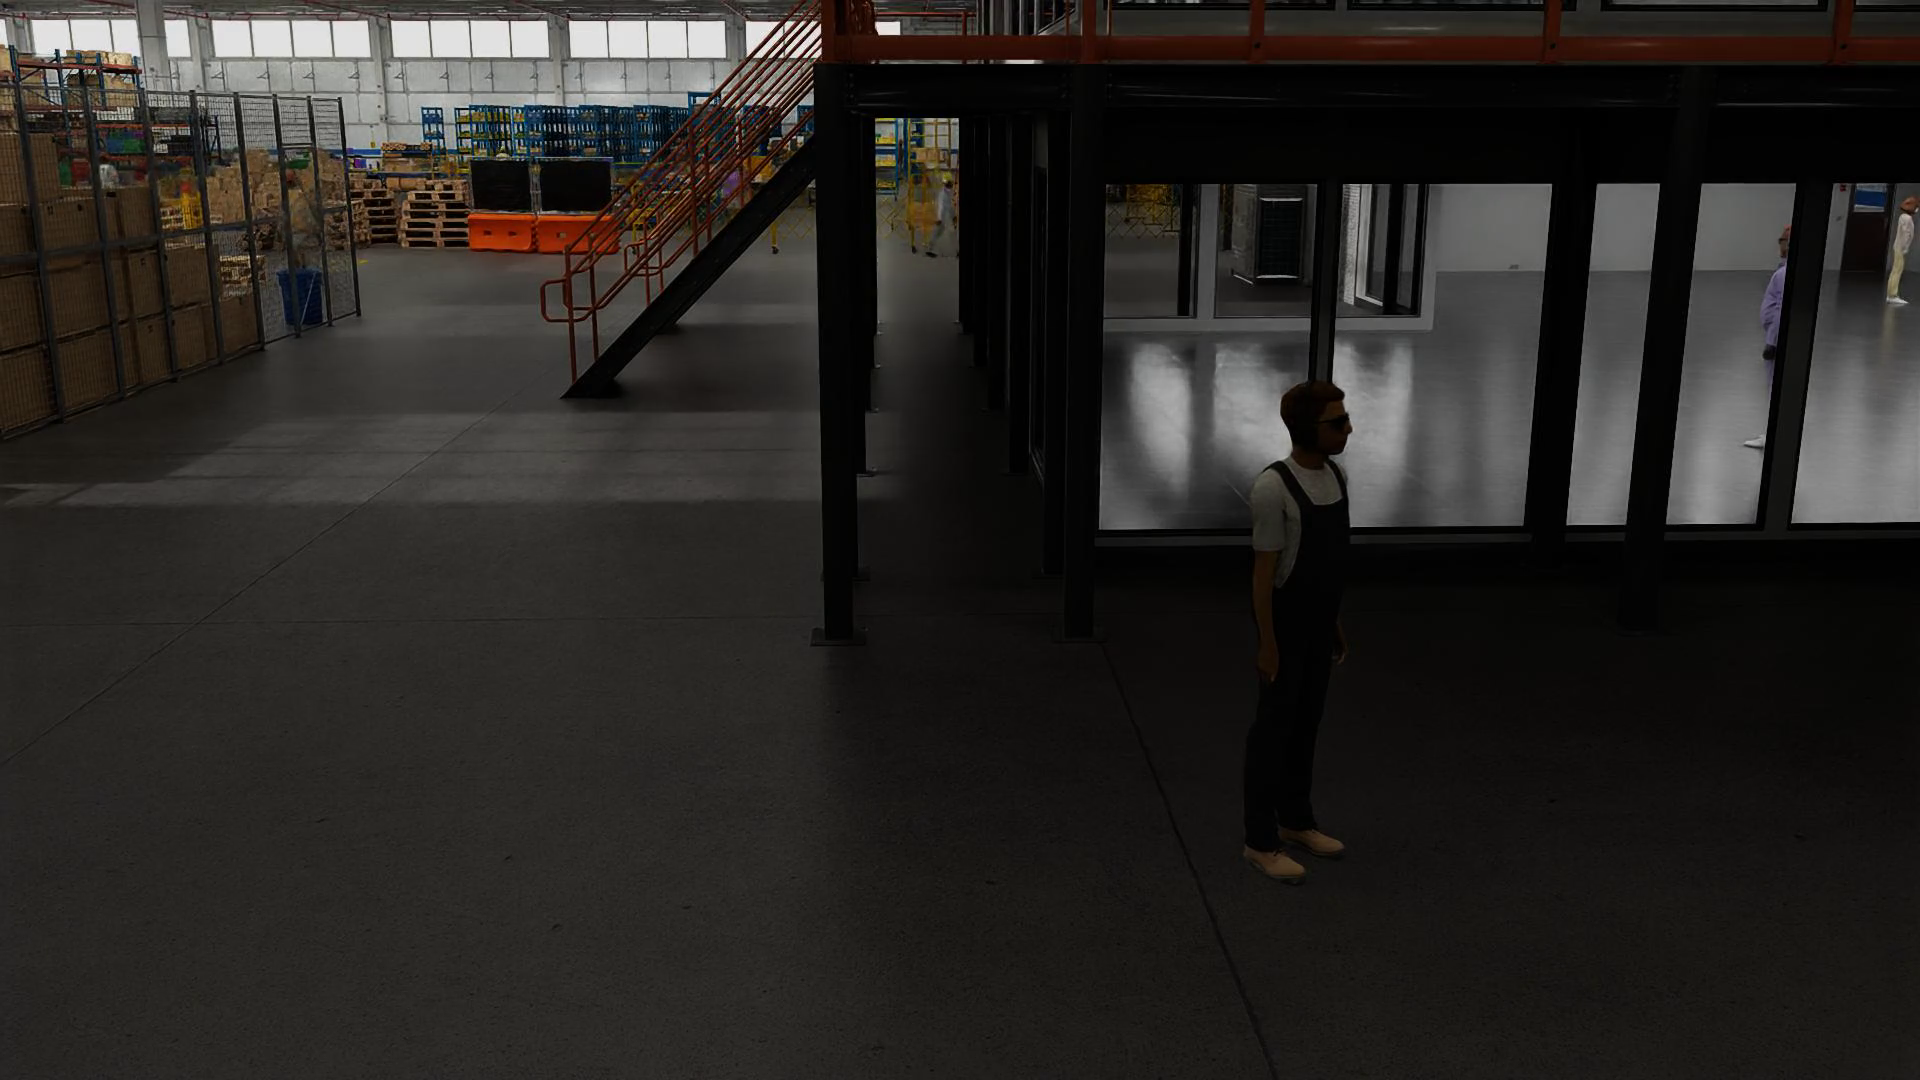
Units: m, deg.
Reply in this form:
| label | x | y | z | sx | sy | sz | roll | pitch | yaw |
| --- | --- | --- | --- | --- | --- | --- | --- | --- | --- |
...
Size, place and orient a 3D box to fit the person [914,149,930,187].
| label | x | y | z | sx | sy | sz | roll | pitch | yaw |
| --- | --- | --- | --- | --- | --- | --- | --- | --- | --- |
| person | -1.720 | -16.209 | 72.514 | 0.942 | 1.688 | 0.533 | -1 | 14 | -3 |

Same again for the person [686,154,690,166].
| label | x | y | z | sx | sy | sz | roll | pitch | yaw |
| --- | --- | --- | --- | --- | --- | --- | --- | --- | --- |
| person | -10.455 | -14.019 | 63.964 | 0.715 | 1.614 | 0.500 | -3 | 14 | -11 |

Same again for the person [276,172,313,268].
| label | x | y | z | sx | sy | sz | roll | pitch | yaw |
| --- | --- | --- | --- | --- | --- | --- | --- | --- | --- |
| person | -11.719 | -5.493 | 29.238 | 0.572 | 1.918 | 0.539 | -11 | 18 | -38 |

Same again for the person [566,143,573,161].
| label | x | y | z | sx | sy | sz | roll | pitch | yaw |
| --- | --- | --- | --- | --- | --- | --- | --- | --- | --- |
| person | -21.955 | -21.414 | 93.303 | 0.904 | 1.707 | 0.598 | 0 | 14 | 1 |

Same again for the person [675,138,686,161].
| label | x | y | z | sx | sy | sz | roll | pitch | yaw |
| --- | --- | --- | --- | --- | --- | --- | --- | --- | --- |
| person | -14.232 | -19.394 | 84.578 | 0.605 | 2.035 | 0.407 | 4 | 15 | 16 |

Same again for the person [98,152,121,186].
| label | x | y | z | sx | sy | sz | roll | pitch | yaw |
| --- | --- | --- | --- | --- | --- | --- | --- | --- | --- |
| person | -23.673 | -9.765 | 46.191 | 0.617 | 1.997 | 1.064 | 1 | 14 | 5 |

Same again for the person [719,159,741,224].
| label | x | y | z | sx | sy | sz | roll | pitch | yaw |
| --- | --- | --- | --- | --- | --- | --- | --- | --- | --- |
| person | -5.762 | -8.730 | 42.268 | 0.715 | 1.889 | 0.377 | 0 | 14 | -1 |

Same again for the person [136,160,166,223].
| label | x | y | z | sx | sy | sz | roll | pitch | yaw |
| --- | --- | --- | --- | --- | --- | --- | --- | --- | --- |
| person | -18.909 | -7.890 | 38.817 | 1.070 | 1.919 | 0.649 | -7 | 16 | -28 |

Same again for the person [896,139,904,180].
| label | x | y | z | sx | sy | sz | roll | pitch | yaw |
| --- | --- | --- | --- | --- | --- | --- | --- | --- | --- |
| person | -2.987 | -18.991 | 83.055 | 0.394 | 1.985 | 0.611 | 4 | 15 | 15 |

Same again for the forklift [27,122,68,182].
| label | x | y | z | sx | sy | sz | roll | pitch | yaw |
| --- | --- | --- | --- | --- | --- | --- | --- | --- | --- |
| forklift | -35.376 | -14.773 | 64.377 | 1.129 | 2.768 | 1.873 | -1 | 14 | -2 |

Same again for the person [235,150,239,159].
| label | x | y | z | sx | sy | sz | roll | pitch | yaw |
| --- | --- | --- | --- | --- | --- | --- | --- | --- | --- |
| person | -28.708 | -14.781 | 66.413 | 0.616 | 1.890 | 0.660 | -2 | 14 | -8 |

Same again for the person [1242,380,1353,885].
| label | x | y | z | sx | sy | sz | roll | pitch | yaw |
| --- | --- | --- | --- | --- | --- | --- | --- | --- | --- |
| person | 1.251 | 0.332 | 6.106 | 0.340 | 1.846 | 0.512 | 13 | 19 | 42 |

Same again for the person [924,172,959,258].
| label | x | y | z | sx | sy | sz | roll | pitch | yaw |
| --- | --- | --- | --- | --- | --- | --- | --- | --- | --- |
| person | -0.306 | -6.729 | 34.493 | 0.981 | 1.779 | 0.584 | 1 | 14 | 3 |

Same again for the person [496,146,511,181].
| label | x | y | z | sx | sy | sz | roll | pitch | yaw |
| --- | --- | --- | --- | --- | --- | --- | --- | --- | --- |
| person | -19.019 | -15.493 | 69.383 | 0.586 | 1.833 | 0.403 | -3 | 14 | -12 |
